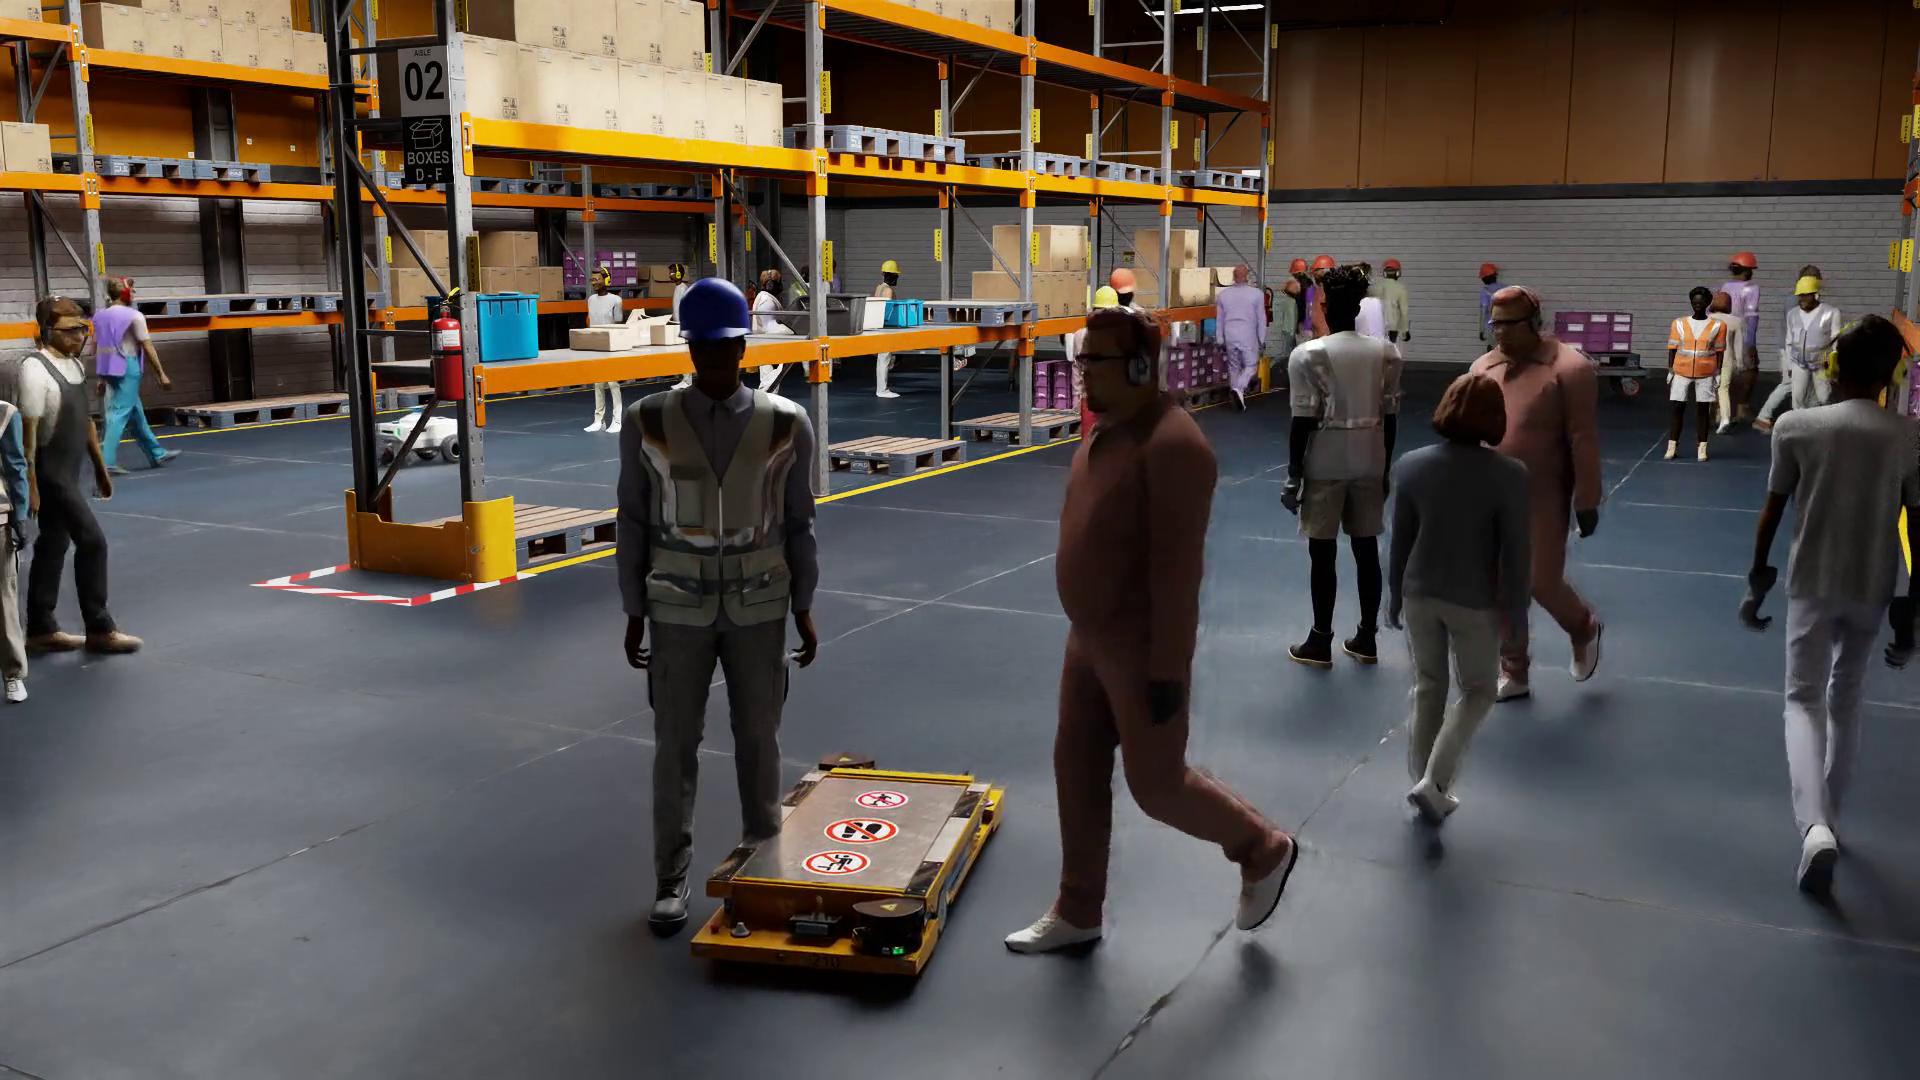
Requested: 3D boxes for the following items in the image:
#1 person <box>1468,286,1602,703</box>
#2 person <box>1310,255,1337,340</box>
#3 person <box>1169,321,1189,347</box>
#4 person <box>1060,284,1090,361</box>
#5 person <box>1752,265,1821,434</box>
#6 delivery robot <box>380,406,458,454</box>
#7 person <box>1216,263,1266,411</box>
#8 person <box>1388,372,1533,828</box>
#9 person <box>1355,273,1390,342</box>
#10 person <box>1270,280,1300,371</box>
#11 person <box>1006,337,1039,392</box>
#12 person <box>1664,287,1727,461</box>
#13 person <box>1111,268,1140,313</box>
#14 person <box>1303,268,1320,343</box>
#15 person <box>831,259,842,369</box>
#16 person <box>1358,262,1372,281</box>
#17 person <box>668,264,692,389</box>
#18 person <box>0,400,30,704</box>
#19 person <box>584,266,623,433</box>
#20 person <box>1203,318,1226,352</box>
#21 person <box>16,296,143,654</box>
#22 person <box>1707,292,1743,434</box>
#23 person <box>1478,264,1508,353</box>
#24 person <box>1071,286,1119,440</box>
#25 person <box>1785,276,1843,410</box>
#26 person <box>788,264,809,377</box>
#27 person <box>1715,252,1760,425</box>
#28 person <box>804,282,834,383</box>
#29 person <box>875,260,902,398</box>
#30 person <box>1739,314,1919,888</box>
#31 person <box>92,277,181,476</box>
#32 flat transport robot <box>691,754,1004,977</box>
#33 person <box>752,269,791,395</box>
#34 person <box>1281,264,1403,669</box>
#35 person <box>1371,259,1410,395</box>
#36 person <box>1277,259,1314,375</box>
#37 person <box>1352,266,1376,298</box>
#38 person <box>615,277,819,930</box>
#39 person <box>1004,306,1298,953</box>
[{"bbox_3d":[2.600,-0.203,7.521,0.577,1.877,0.690,-7,12,-34],"label":"person"},{"bbox_3d":[4.716,-2.696,21.611,0.382,1.993,0.622,-1,10,-5],"label":"person"},{"bbox_3d":[3.388,-3.536,26.901,0.644,1.854,0.474,1,10,5],"label":"person"},{"bbox_3d":[1.691,-2.976,23.721,0.630,1.830,0.664,-1,10,-6],"label":"person"},{"bbox_3d":[9.327,-2.090,18.428,0.640,1.911,0.785,-8,13,-40],"label":"person"},{"bbox_3d":[-5.169,-1.035,15.892,0.477,0.478,0.707,7,12,36],"label":"delivery robot"},{"bbox_3d":[3.556,-2.560,21.114,0.659,1.892,0.621,6,11,30],"label":"person"},{"bbox_3d":[1.695,0.228,5.779,0.536,1.612,0.467,8,13,40],"label":"person"},{"bbox_3d":[3.859,-1.630,15.813,0.720,1.876,0.385,-8,13,-40],"label":"person"},{"bbox_3d":[5.095,-3.258,25.970,0.681,1.604,0.518,0,10,-1],"label":"person"},{"bbox_3d":[0.904,-3.119,24.248,0.545,1.931,0.373,0,10,-1],"label":"person"},{"bbox_3d":[7.160,-1.614,16.209,0.532,1.699,0.319,5,11,27],"label":"person"},{"bbox_3d":[1.505,-1.591,15.521,0.498,1.888,0.601,9,13,41],"label":"person"},{"bbox_3d":[5.372,-3.177,24.761,1.017,1.866,0.557,8,12,37],"label":"person"},{"bbox_3d":[-2.255,-3.967,29.138,0.369,1.939,0.631,-4,10,-20],"label":"person"},{"bbox_3d":[5.931,-3.158,24.622,1.043,1.886,0.633,0,10,0],"label":"person"},{"bbox_3d":[-4.147,-3.160,24.700,0.314,1.861,0.511,-3,10,-16],"label":"person"},{"bbox_3d":[-4.432,-0.067,7.426,0.511,1.640,0.308,-4,10,-21],"label":"person"},{"bbox_3d":[-4.027,-2.144,18.783,0.511,1.872,0.329,5,11,27],"label":"person"},{"bbox_3d":[3.943,-3.290,26.031,0.762,1.656,0.537,-4,11,-23],"label":"person"},{"bbox_3d":[-4.438,-0.308,8.335,0.705,1.804,0.613,-2,10,-11],"label":"person"},{"bbox_3d":[8.525,-1.993,18.729,0.543,1.586,0.832,3,10,19],"label":"person"},{"bbox_3d":[8.134,-3.239,25.164,0.600,1.863,0.979,-6,11,-31],"label":"person"},{"bbox_3d":[1.137,-1.107,13.085,0.533,1.765,0.330,1,10,4],"label":"person"},{"bbox_3d":[9.003,-1.881,17.511,0.713,1.792,0.612,-8,12,-38],"label":"person"},{"bbox_3d":[-2.482,-3.593,27.279,0.650,1.833,0.533,-4,11,-24],"label":"person"},{"bbox_3d":[9.217,-2.365,19.603,0.689,2.023,0.632,-5,11,-24],"label":"person"},{"bbox_3d":[-2.201,-3.389,25.954,0.583,1.879,0.337,-9,14,-43],"label":"person"},{"bbox_3d":[-1.005,-2.950,23.328,0.398,1.919,0.582,-2,10,-14],"label":"person"},{"bbox_3d":[2.863,0.188,5.409,0.520,1.836,0.872,3,10,16],"label":"person"},{"bbox_3d":[-7.611,-1.502,15.281,0.591,1.796,0.985,5,11,27],"label":"person"},{"bbox_3d":[-0.301,0.985,5.288,0.652,0.197,1.431,2,10,11],"label":"flat transport robot"},{"bbox_3d":[-2.060,-2.041,18.272,0.429,1.844,0.626,-2,10,-14],"label":"person"},{"bbox_3d":[1.852,-0.351,8.118,0.608,1.966,0.371,-3,10,-18],"label":"person"},{"bbox_3d":[5.965,-2.953,23.325,0.969,1.939,0.613,-6,12,-33],"label":"person"},{"bbox_3d":[5.416,-3.534,26.677,0.726,1.925,0.685,7,12,36],"label":"person"},{"bbox_3d":[5.551,-2.925,23.412,0.599,1.830,0.403,-1,10,-7],"label":"person"},{"bbox_3d":[-0.722,0.197,5.000,0.604,1.949,0.389,-2,10,-11],"label":"person"},{"bbox_3d":[0.568,0.276,4.755,0.780,1.881,0.656,-4,10,-20],"label":"person"}]
